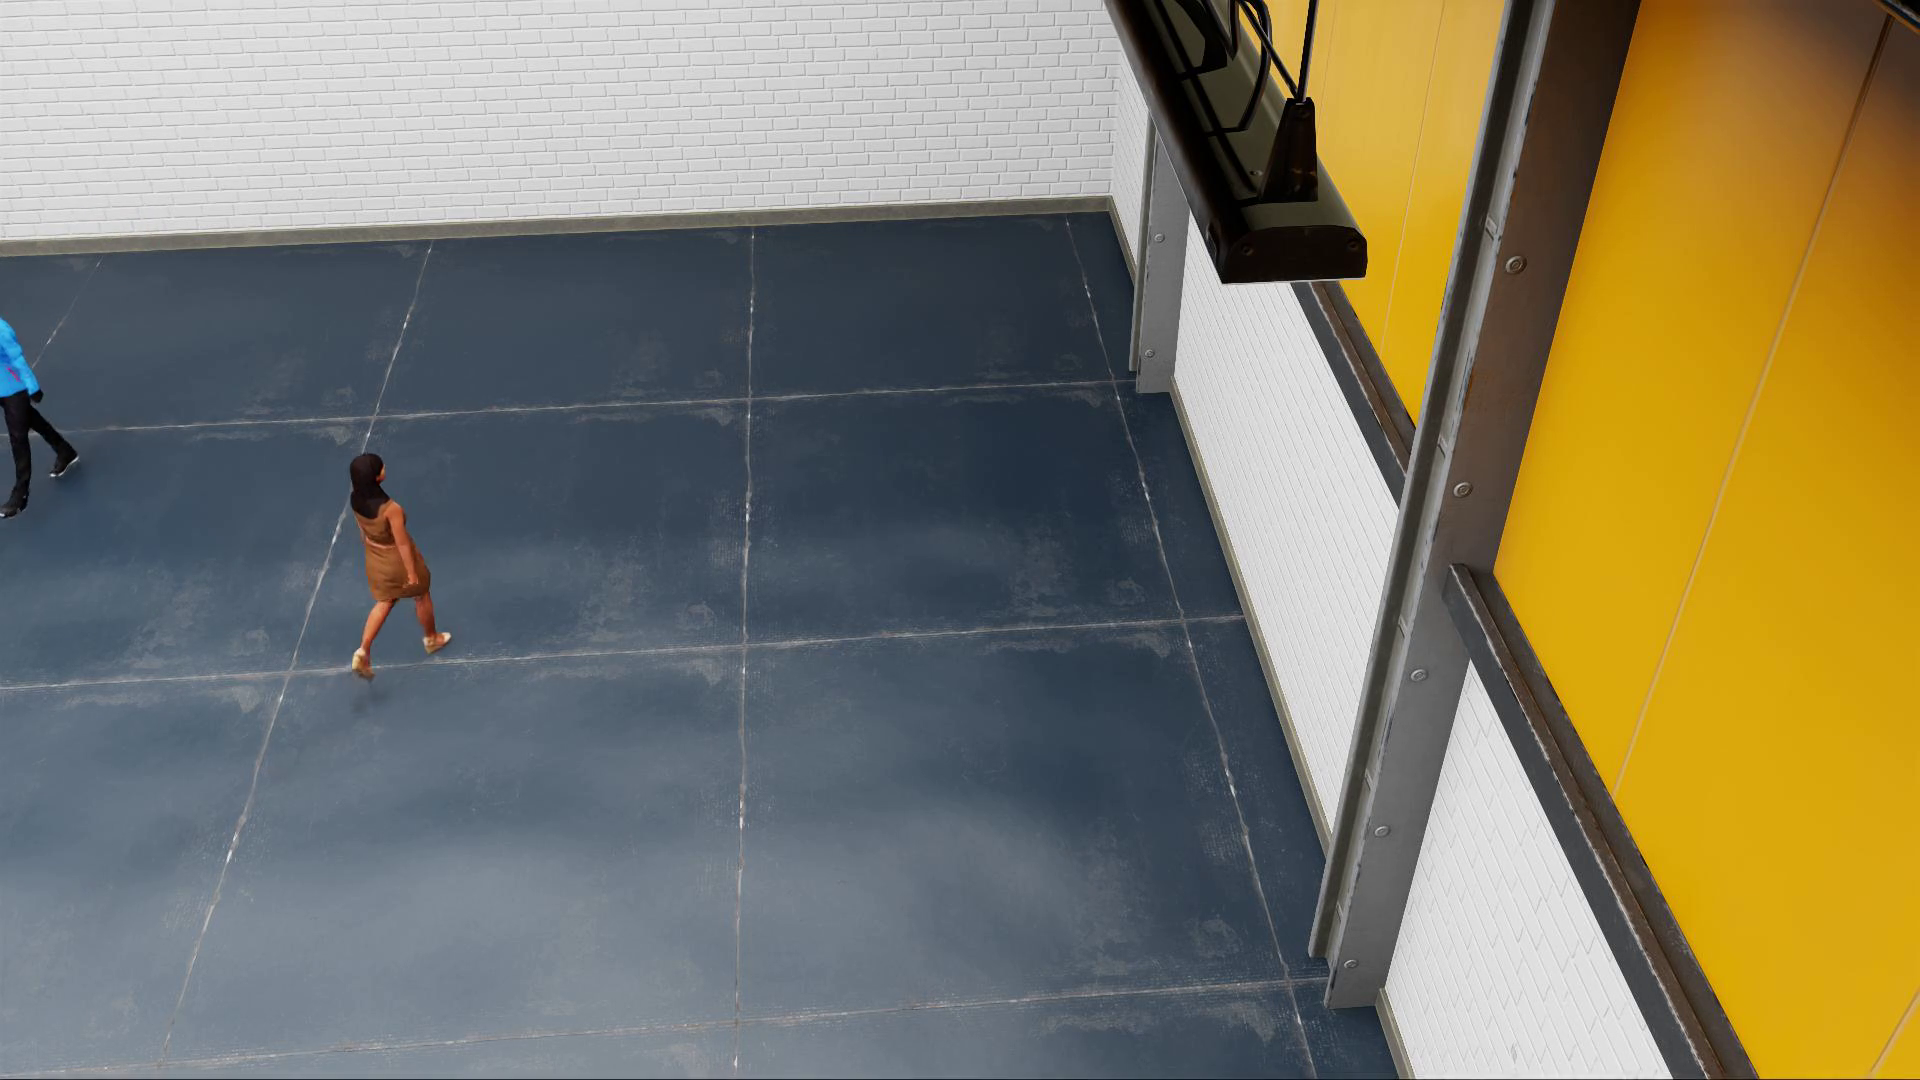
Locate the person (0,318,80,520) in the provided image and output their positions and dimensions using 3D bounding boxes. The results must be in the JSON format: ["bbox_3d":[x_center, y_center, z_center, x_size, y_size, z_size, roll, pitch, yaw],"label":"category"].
[{"bbox_3d":[-6.881,-1.118,12.116,0.844,1.746,1.221,7,39,8],"label":"person"}]

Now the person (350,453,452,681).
[{"bbox_3d":[-3.647,0.196,10.532,0.903,1.669,1.049,20,43,23],"label":"person"}]
